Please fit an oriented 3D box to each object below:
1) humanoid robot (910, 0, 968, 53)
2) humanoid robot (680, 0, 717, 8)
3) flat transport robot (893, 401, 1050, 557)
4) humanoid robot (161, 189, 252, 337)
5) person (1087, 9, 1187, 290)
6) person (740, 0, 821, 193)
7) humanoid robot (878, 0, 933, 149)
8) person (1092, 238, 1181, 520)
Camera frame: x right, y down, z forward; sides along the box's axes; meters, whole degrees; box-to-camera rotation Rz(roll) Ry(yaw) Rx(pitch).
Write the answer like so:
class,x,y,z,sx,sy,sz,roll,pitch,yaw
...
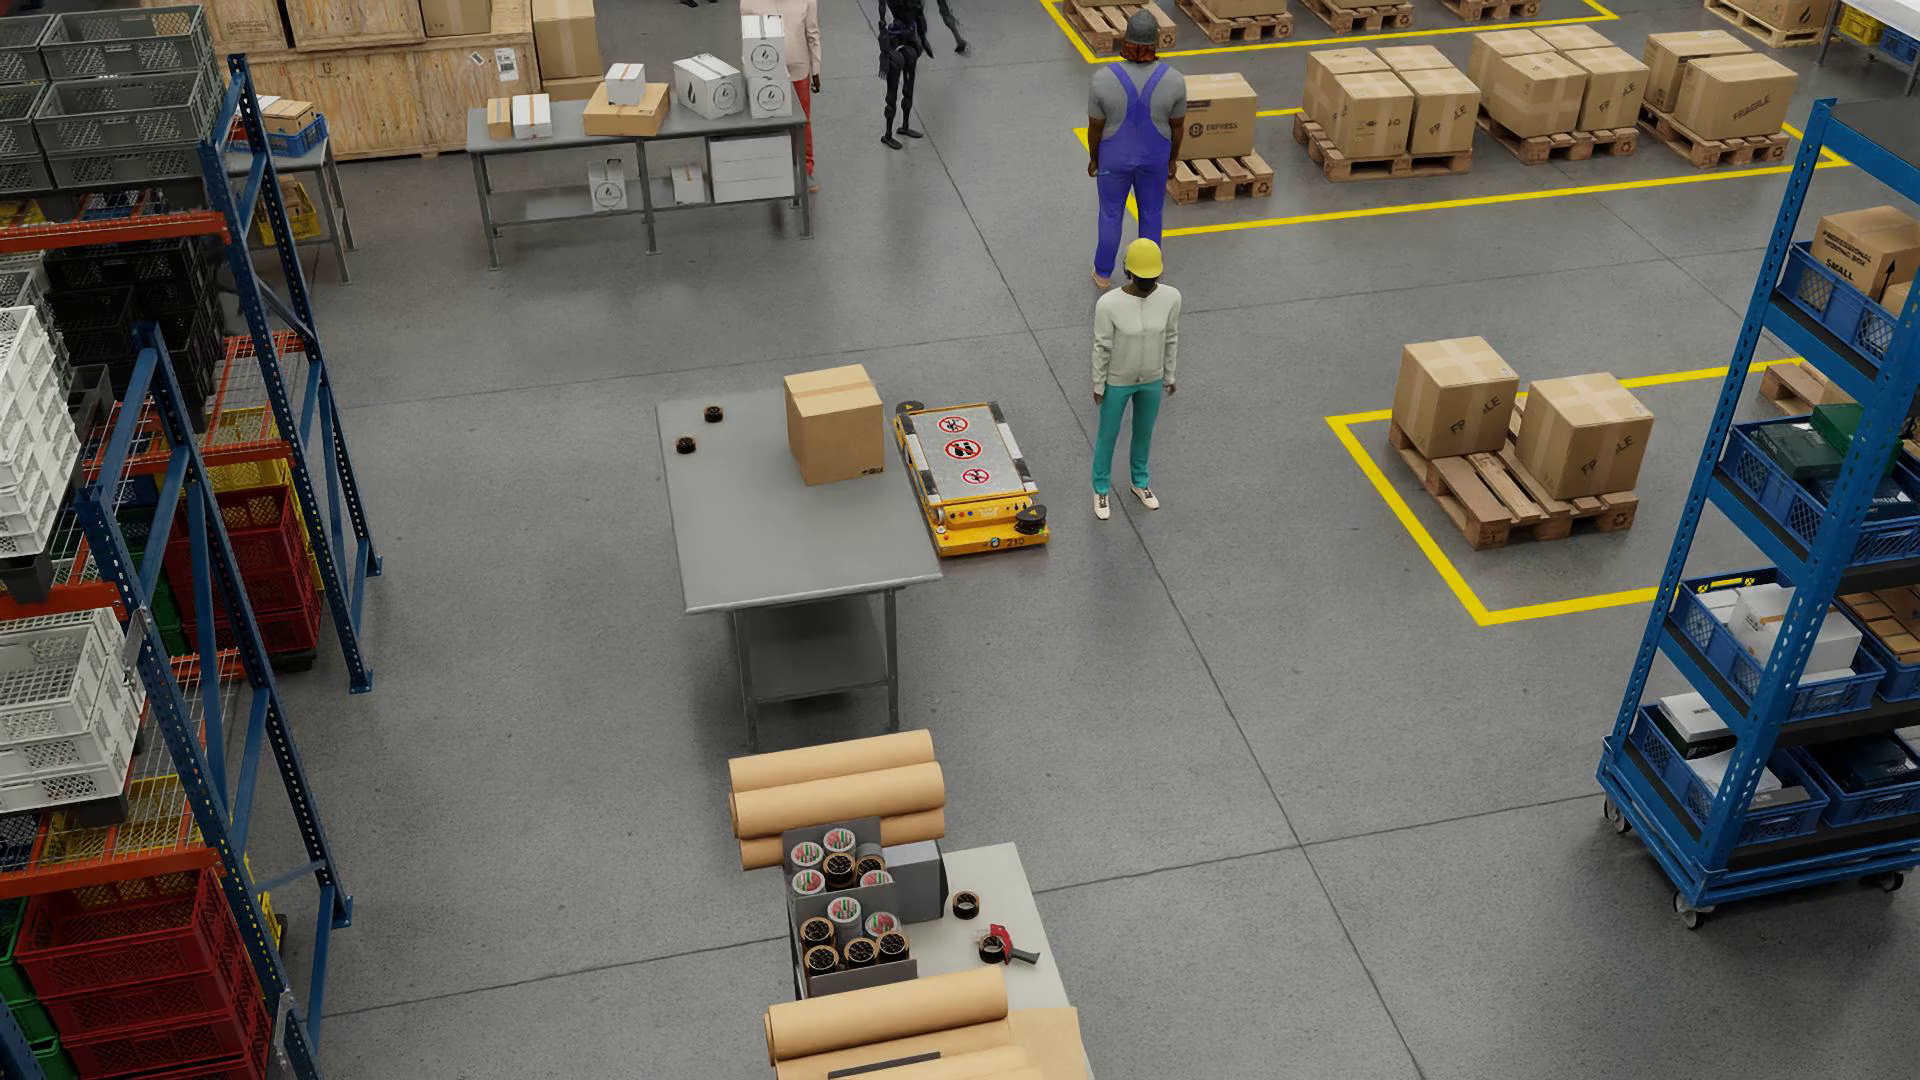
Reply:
class,x,y,z,sx,sy,sz,roll,pitch,yaw
humanoid robot,-0.244,-5.410,15.682,0.595,1.623,0.728,-30,46,-34
humanoid robot,-2.718,-6.255,16.766,0.608,1.661,0.314,-20,41,-25
flat transport robot,0.046,-0.430,10.108,0.652,0.197,1.431,-8,37,-10
humanoid robot,-5.146,-2.120,11.238,0.624,1.635,0.487,25,44,30
person,1.221,-2.747,11.763,0.685,2.000,0.538,0,37,0
person,-1.389,-3.668,13.050,0.615,1.986,0.405,-6,37,-7
humanoid robot,-0.481,-4.133,13.917,0.314,1.657,0.612,25,43,29
person,1.000,-0.923,9.539,0.521,1.768,0.309,-11,38,-14
